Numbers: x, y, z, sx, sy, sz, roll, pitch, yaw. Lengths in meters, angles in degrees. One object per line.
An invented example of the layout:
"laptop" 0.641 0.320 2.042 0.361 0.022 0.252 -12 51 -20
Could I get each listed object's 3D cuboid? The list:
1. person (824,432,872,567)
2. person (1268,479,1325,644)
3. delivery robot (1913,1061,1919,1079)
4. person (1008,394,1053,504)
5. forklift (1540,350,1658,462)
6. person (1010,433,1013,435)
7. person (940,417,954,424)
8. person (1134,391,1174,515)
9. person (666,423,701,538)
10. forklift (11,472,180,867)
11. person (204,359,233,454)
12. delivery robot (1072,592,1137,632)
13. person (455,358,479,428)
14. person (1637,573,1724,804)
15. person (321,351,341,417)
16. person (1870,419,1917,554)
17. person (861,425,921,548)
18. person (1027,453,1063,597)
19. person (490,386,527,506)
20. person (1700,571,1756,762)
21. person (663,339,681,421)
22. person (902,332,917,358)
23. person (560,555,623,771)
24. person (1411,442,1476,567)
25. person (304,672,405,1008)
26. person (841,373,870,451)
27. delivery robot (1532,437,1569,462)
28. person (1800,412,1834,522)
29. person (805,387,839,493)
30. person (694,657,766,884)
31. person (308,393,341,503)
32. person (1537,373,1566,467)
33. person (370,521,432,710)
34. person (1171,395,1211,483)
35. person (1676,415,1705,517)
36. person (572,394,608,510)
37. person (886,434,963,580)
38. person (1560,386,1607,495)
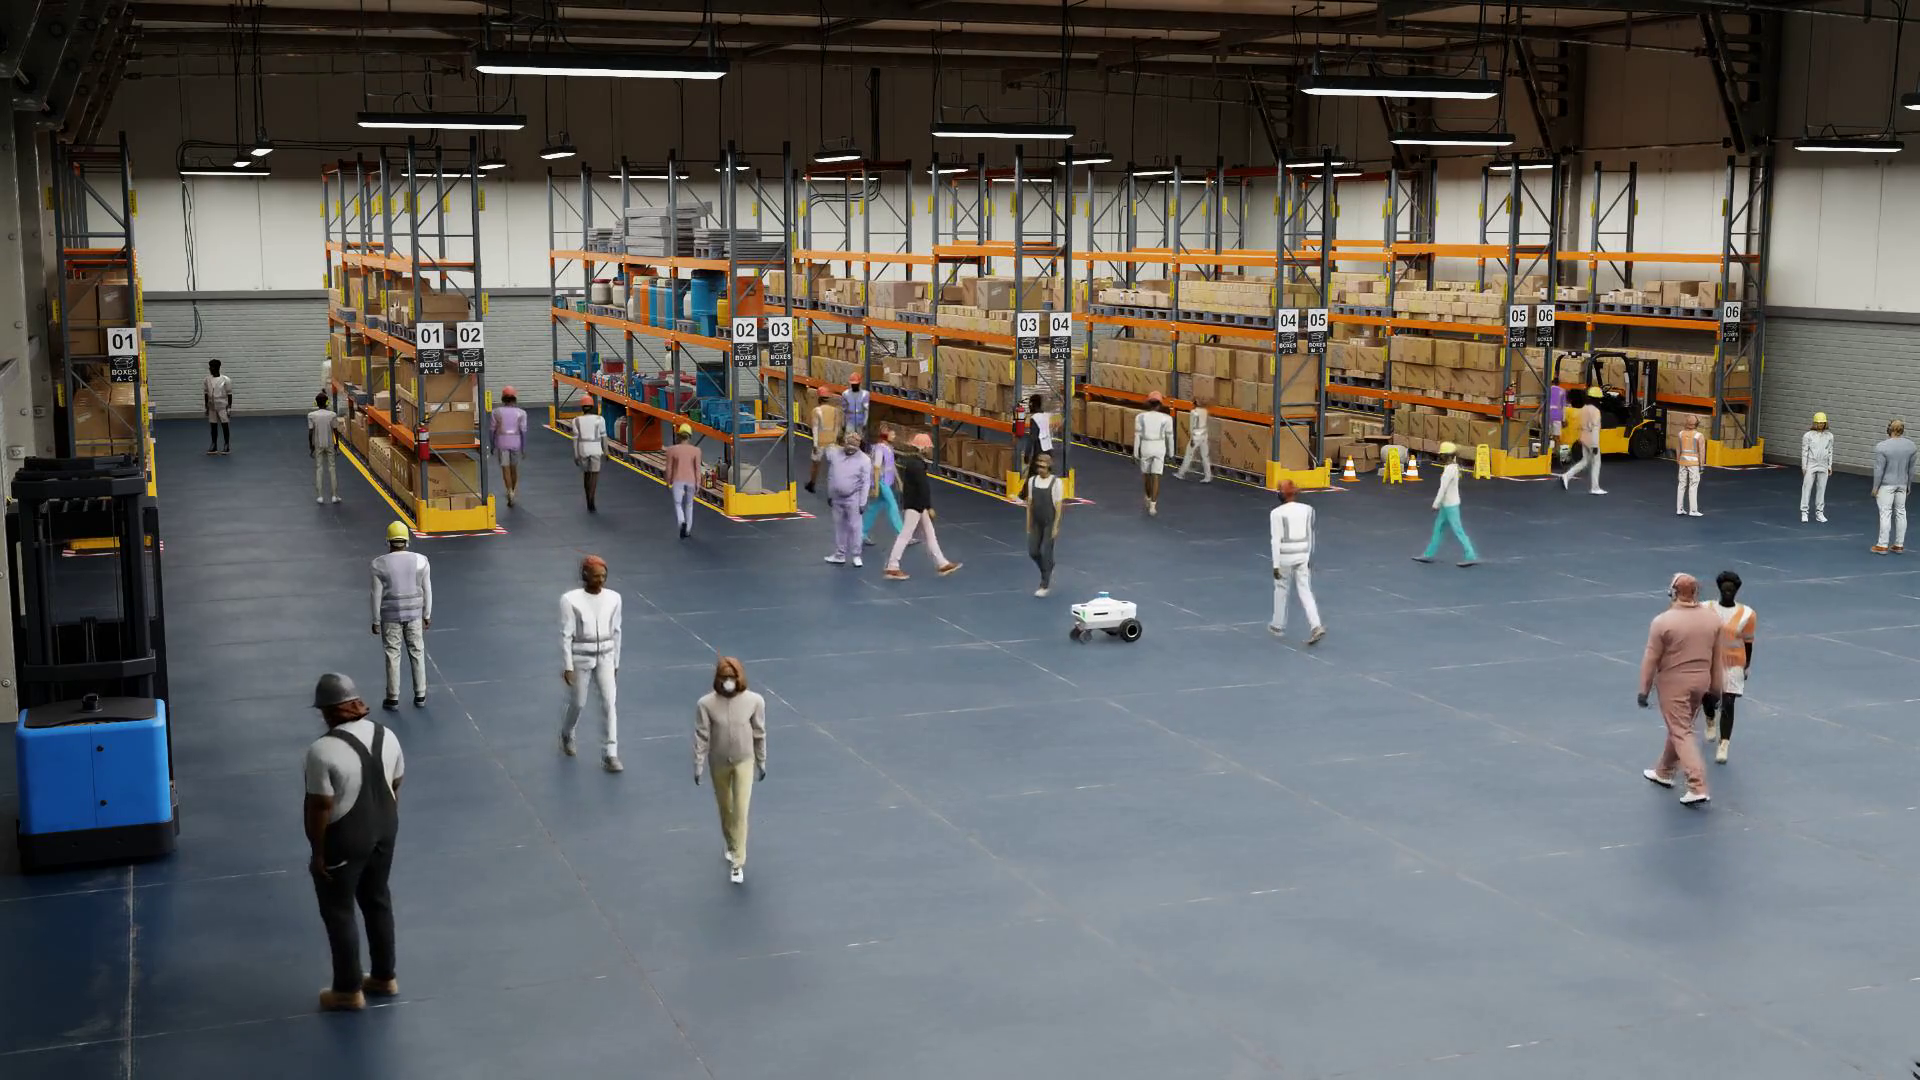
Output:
"person" -1.608 -0.570 28.900 0.803 1.873 0.415 5 10 30
"person" 3.772 0.232 23.636 0.588 1.851 0.965 -4 9 -23
"delivery robot" 5.073 2.678 10.549 0.335 0.223 0.698 0 8 0
"person" 1.220 -1.485 34.936 1.000 1.872 0.609 3 9 20
"forklift" 12.897 -2.725 42.309 2.313 2.155 1.214 -3 9 -21
"person" 1.245 -3.273 46.770 0.612 1.920 0.891 -3 9 -20
"person" -0.319 -3.654 49.612 0.638 1.823 0.784 -1 9 -7
"person" 3.184 -1.435 34.237 0.638 1.983 1.055 2 9 11
"person" -4.129 -0.883 31.383 0.522 1.738 0.676 -2 9 -15
"forklift" -6.630 0.886 15.957 1.129 2.768 1.873 -3 9 -21
"person" -15.258 -2.742 43.050 0.601 1.961 0.372 1 9 10
"delivery robot" 1.632 0.830 23.734 0.707 0.478 0.477 -3 9 -22
"person" -11.435 -3.601 48.690 0.611 1.988 0.391 -2 9 -11
"person" 5.913 1.198 17.155 0.669 1.859 1.008 -3 9 -18
"person" -14.947 -3.683 49.815 0.438 1.809 0.614 6 11 36
"person" 13.343 -0.769 29.973 0.631 1.940 0.372 -2 9 -11
"person" -1.087 -0.785 30.589 0.996 1.792 0.588 1 9 8
"person" 1.099 -0.205 26.604 0.511 1.827 0.495 5 10 30
"person" -7.599 -1.599 35.344 0.605 1.998 1.039 -4 9 -22
"person" 6.771 1.072 18.587 0.525 1.670 0.802 4 9 25
"person" -6.962 -3.884 50.593 0.405 1.987 0.619 3 9 22
"person" -1.400 -4.706 56.595 0.446 1.822 0.610 5 10 28
"person" -3.229 1.041 18.223 0.581 1.854 0.886 -5 10 -30
"person" 6.728 -0.494 28.884 0.897 1.719 0.526 3 9 17
"person" -3.679 1.797 12.667 0.539 2.000 0.702 5 10 32
"person" -1.985 -2.211 39.757 0.543 1.885 0.971 0 9 -1
"delivery robot" 11.606 -1.783 41.156 0.477 0.478 0.707 -6 11 -37
"person" 13.599 -1.157 33.208 0.493 1.743 0.295 0 9 -1
"person" -2.365 -1.727 36.556 0.567 1.882 1.014 -6 10 -34
"person" -1.667 1.614 15.223 0.516 1.596 0.846 0 9 -2
"person" -10.779 -1.561 35.507 0.514 1.865 0.329 -2 9 -11
"person" 11.530 -2.367 40.807 0.575 1.894 0.889 1 9 9
"person" -5.437 0.725 20.362 0.600 1.831 0.404 -5 10 -30
"person" 4.279 -1.846 38.285 0.532 1.595 0.853 -8 11 -41
"person" 11.811 -1.201 33.854 0.309 1.636 0.523 -5 10 -32
"person" -6.146 -1.457 34.696 0.553 1.908 0.893 0 9 3
"person" -0.511 -0.441 27.794 1.042 1.935 0.633 0 9 1
"person" 10.935 -1.736 36.554 0.750 1.903 0.590 -1 9 -8
